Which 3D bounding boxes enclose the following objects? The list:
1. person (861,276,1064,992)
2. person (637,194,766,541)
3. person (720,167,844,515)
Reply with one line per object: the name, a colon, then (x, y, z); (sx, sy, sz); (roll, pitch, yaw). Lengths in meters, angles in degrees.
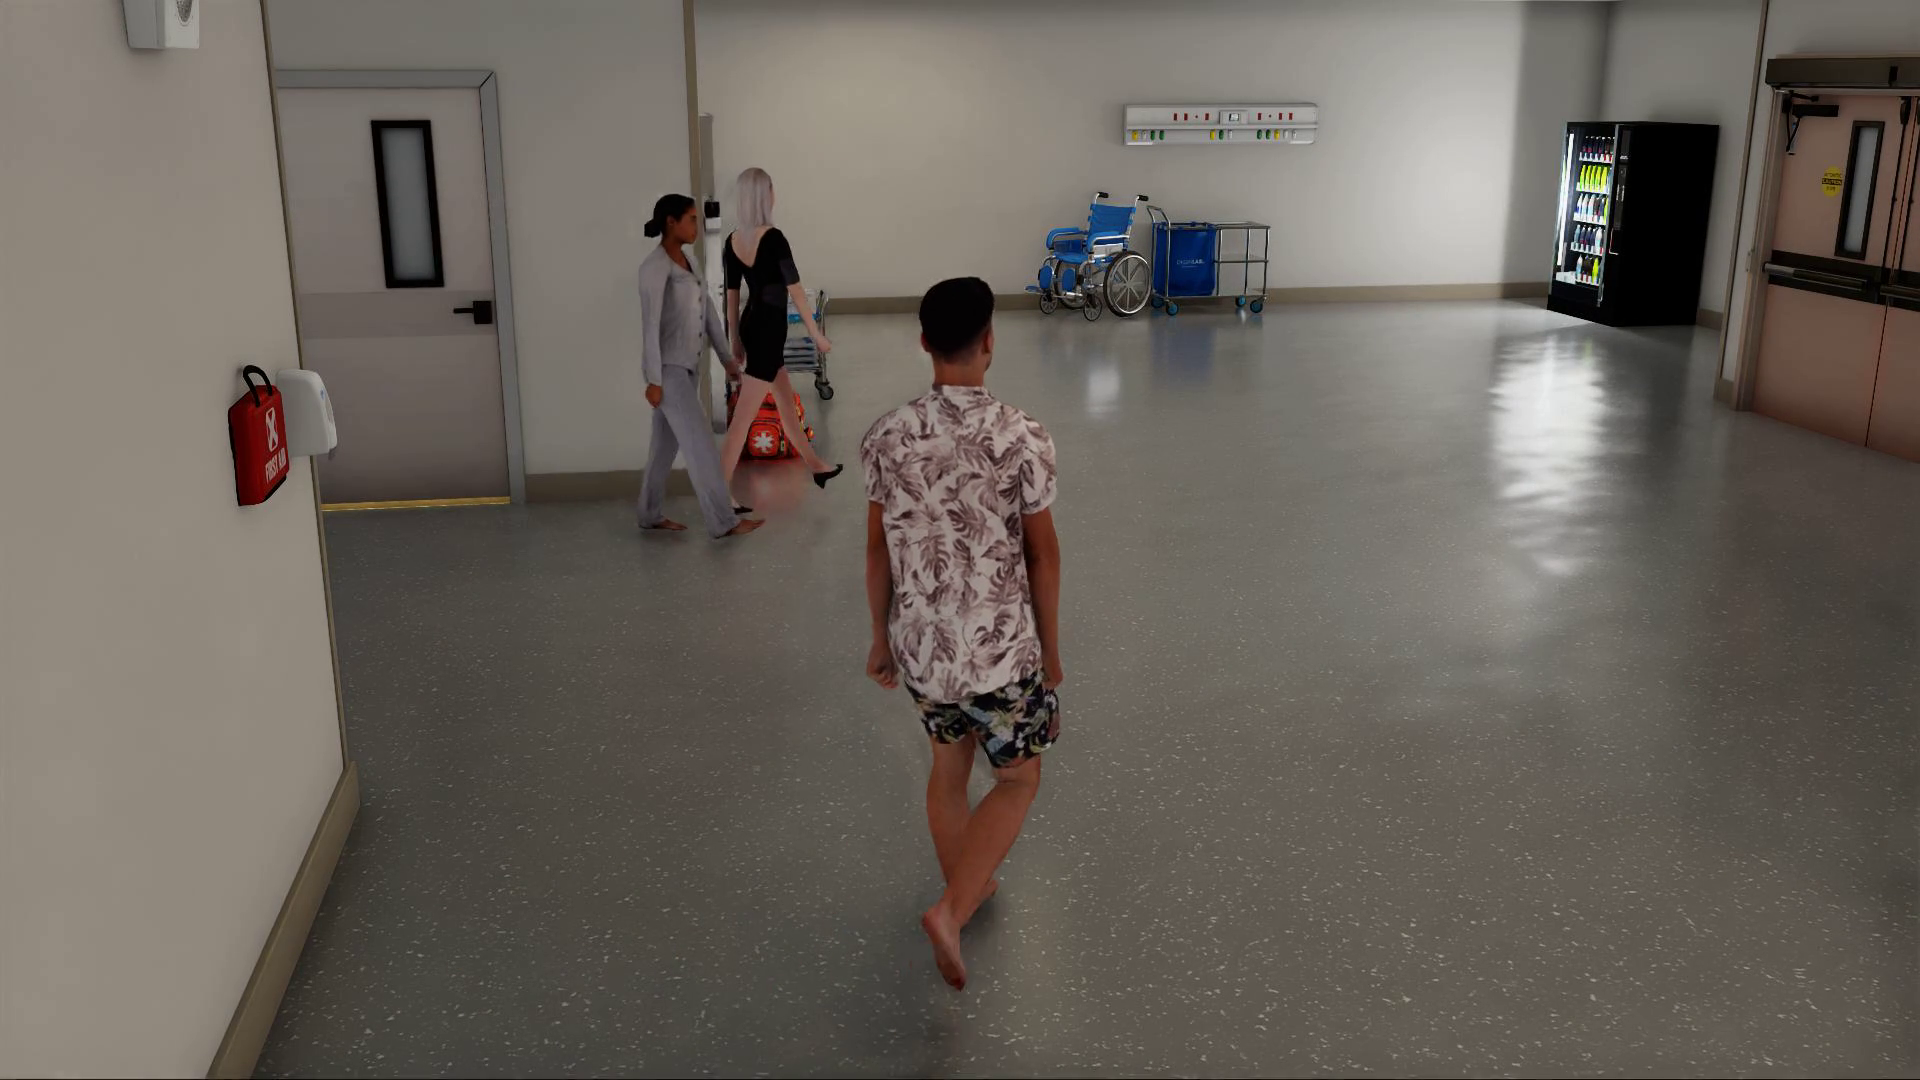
person: (-0.002, 0.261, 4.237); (0.970, 1.798, 1.086); (7, 17, 23)
person: (-1.515, -0.854, 8.360); (0.933, 1.707, 1.024); (4, 16, 14)
person: (-1.105, -0.977, 8.679); (1.115, 1.770, 1.202); (-13, 21, -39)
